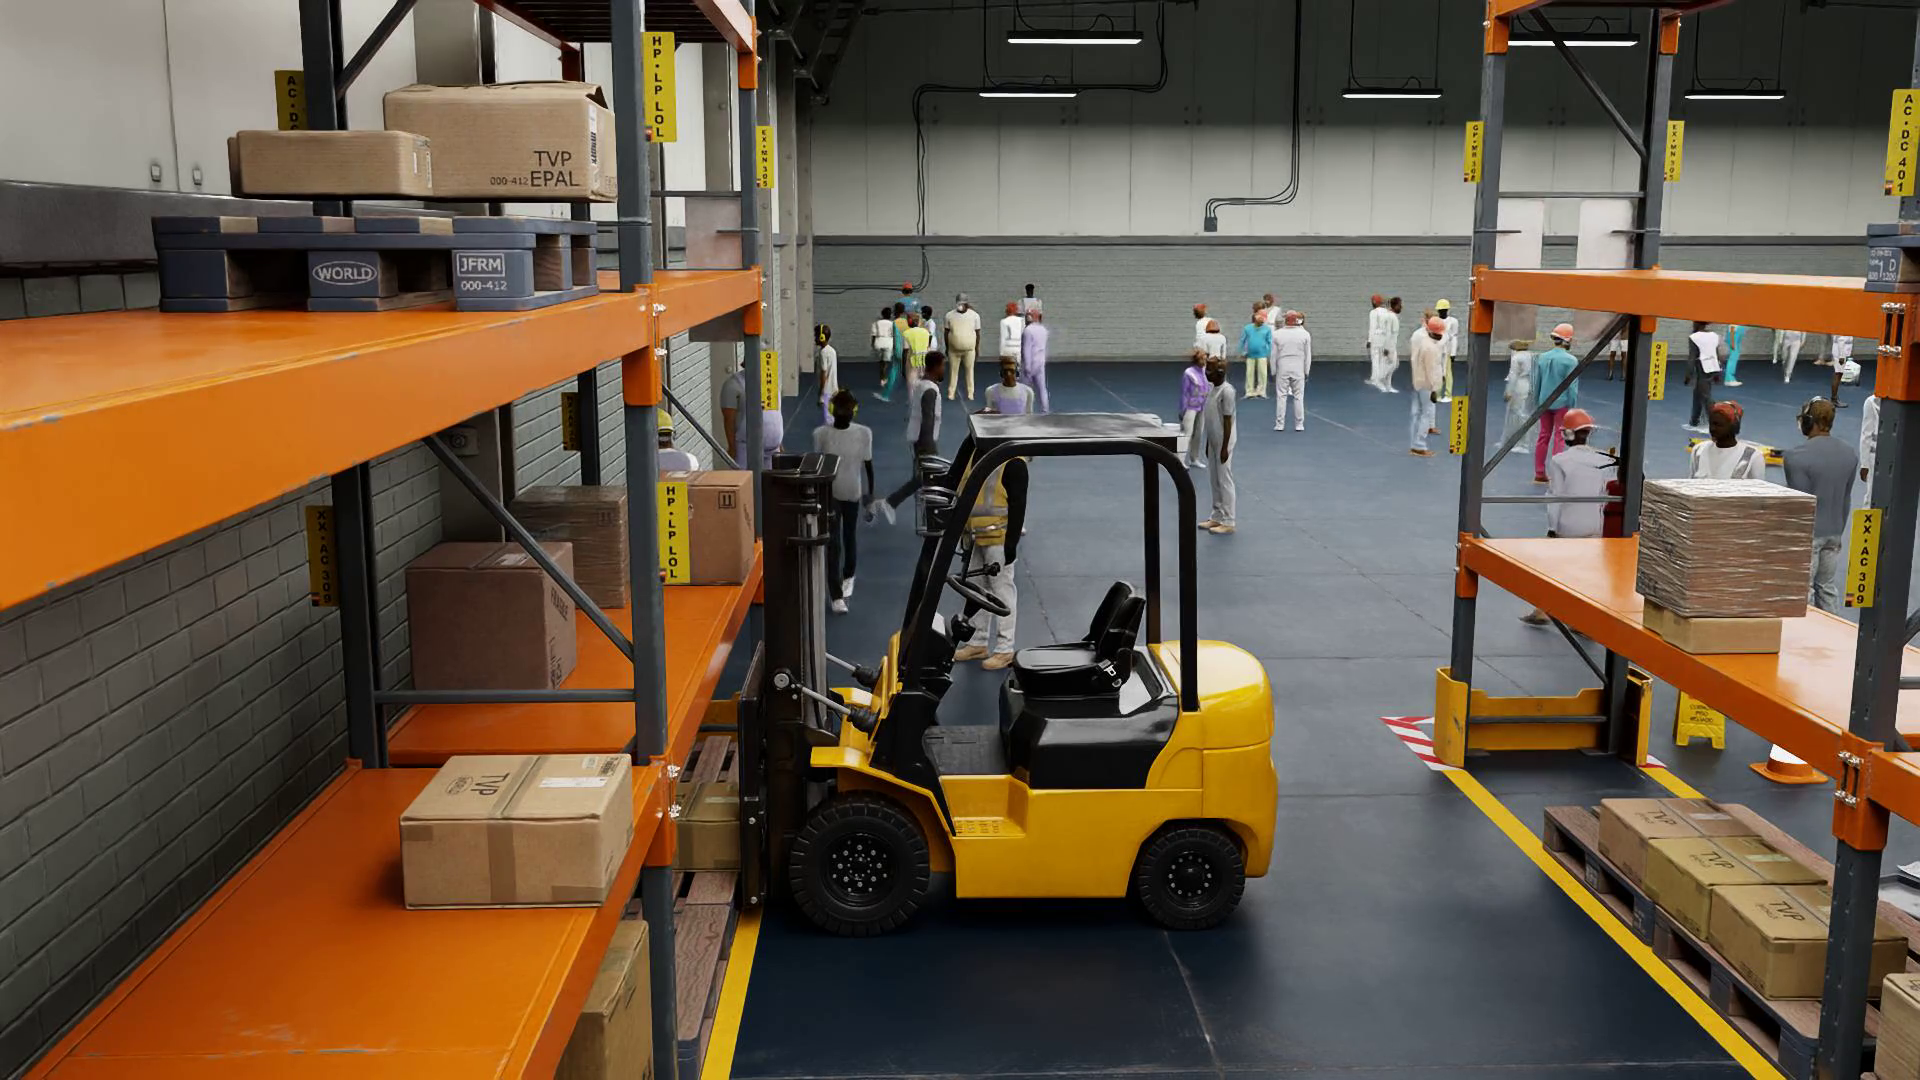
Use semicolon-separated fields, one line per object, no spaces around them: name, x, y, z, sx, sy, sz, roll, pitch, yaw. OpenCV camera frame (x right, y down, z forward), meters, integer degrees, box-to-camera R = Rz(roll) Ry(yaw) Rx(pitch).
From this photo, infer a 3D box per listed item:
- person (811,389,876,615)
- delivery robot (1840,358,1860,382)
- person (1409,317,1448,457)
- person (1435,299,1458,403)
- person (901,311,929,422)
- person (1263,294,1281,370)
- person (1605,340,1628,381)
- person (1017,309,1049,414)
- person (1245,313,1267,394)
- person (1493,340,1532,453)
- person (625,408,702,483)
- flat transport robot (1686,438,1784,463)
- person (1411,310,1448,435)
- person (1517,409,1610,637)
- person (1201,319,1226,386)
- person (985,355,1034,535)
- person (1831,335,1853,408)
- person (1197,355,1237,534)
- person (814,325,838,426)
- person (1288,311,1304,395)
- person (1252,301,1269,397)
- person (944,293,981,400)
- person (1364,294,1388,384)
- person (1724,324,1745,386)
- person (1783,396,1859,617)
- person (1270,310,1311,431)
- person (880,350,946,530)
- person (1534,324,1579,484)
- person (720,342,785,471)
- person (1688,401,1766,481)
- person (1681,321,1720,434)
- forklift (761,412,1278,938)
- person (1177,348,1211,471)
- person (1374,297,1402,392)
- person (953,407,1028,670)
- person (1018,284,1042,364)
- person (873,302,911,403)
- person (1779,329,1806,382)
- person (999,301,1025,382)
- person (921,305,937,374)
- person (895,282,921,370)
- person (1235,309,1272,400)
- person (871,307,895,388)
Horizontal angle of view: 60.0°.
person;-0.987;-0.349;13.662;0.581;1.818;0.971;-1;10;-8
delivery robot;18.532;-3.543;34.663;0.477;0.478;0.707;7;12;35
person;6.528;-2.134;23.231;0.428;1.951;0.777;2;10;10
person;8.996;-3.527;31.052;0.381;1.921;0.589;-6;12;-32
person;-0.731;-2.872;27.642;0.560;1.837;0.388;-9;14;-41
person;6.923;-4.601;37.274;0.580;1.835;0.508;8;13;39
person;14.207;-4.392;35.811;0.552;1.936;0.362;5;11;27
person;1.115;-2.924;27.804;0.943;1.866;0.677;8;13;37
person;5.773;-3.640;32.444;0.514;1.645;0.308;-6;12;-29
person;7.852;-2.115;23.704;0.711;1.717;0.507;8;13;39
person;-2.099;-0.020;11.762;0.600;1.827;0.404;-7;13;-36
flat transport robot;10.664;-1.241;22.903;0.652;0.197;1.431;-1;10;-3
person;7.257;-2.582;25.744;0.635;1.939;0.364;-3;11;-17
person;4.631;-0.144;12.738;0.594;1.723;0.732;-4;11;-22
person;4.422;-3.045;29.160;0.509;1.631;0.269;-5;11;-24
person;0.496;-0.956;16.932;0.514;1.842;0.328;-1;10;-5
person;15.963;-3.359;30.062;0.354;1.939;0.544;6;12;29
person;2.659;-0.981;17.109;0.350;1.837;0.502;-3;10;-14
person;-1.850;-2.009;22.772;0.332;1.860;0.493;2;10;10
person;6.570;-3.651;32.531;0.281;1.633;0.498;9;13;41
person;5.803;-3.693;32.186;0.349;1.843;0.506;1;10;6
person;0.040;-3.658;31.439;0.684;2.000;0.535;1;10;4
person;8.774;-4.227;35.042;0.572;1.886;0.354;-10;14;-44
person;16.128;-4.113;34.557;0.517;1.836;0.362;-10;14;-43
person;5.851;-0.016;11.430;0.633;1.938;0.356;-5;11;-25
person;5.218;-2.668;26.296;0.636;1.911;0.406;1;10;8
person;-0.434;-1.013;17.131;0.680;1.891;0.621;-1;10;-8
person;7.321;-1.647;20.372;0.398;1.989;0.621;-5;11;-27
person;-2.004;-0.985;16.547;0.687;2.000;0.535;-9;14;-41
person;5.357;-0.043;11.737;0.337;1.882;0.584;-6;12;-30
person;11.609;-2.609;26.086;0.595;1.865;0.861;-7;12;-34
forklift;0.291;0.548;7.580;2.313;2.155;1.214;0;10;-2
person;3.058;-1.716;21.815;0.631;1.618;0.402;-9;14;-42
person;8.536;-3.859;32.954;0.437;1.900;0.598;3;11;18
person;0.196;-0.016;11.712;0.429;1.842;0.621;-8;13;-37
person;1.706;-5.284;40.709;0.613;1.962;0.361;-1;10;-7
person;-1.134;-3.484;30.961;1.017;1.860;0.609;7;12;34
person;17.826;-4.236;35.601;0.518;1.693;0.751;6;12;30
person;1.000;-3.552;31.316;0.598;1.873;0.497;-7;12;-33
person;-0.649;-3.945;34.006;0.318;1.694;0.543;-4;11;-20
person;-1.231;-5.005;38.941;0.615;2.039;0.392;-2;10;-9
person;5.562;-3.505;31.474;0.704;1.728;0.360;2;10;13
person;-1.555;-3.937;34.082;0.568;1.642;0.897;3;11;18
